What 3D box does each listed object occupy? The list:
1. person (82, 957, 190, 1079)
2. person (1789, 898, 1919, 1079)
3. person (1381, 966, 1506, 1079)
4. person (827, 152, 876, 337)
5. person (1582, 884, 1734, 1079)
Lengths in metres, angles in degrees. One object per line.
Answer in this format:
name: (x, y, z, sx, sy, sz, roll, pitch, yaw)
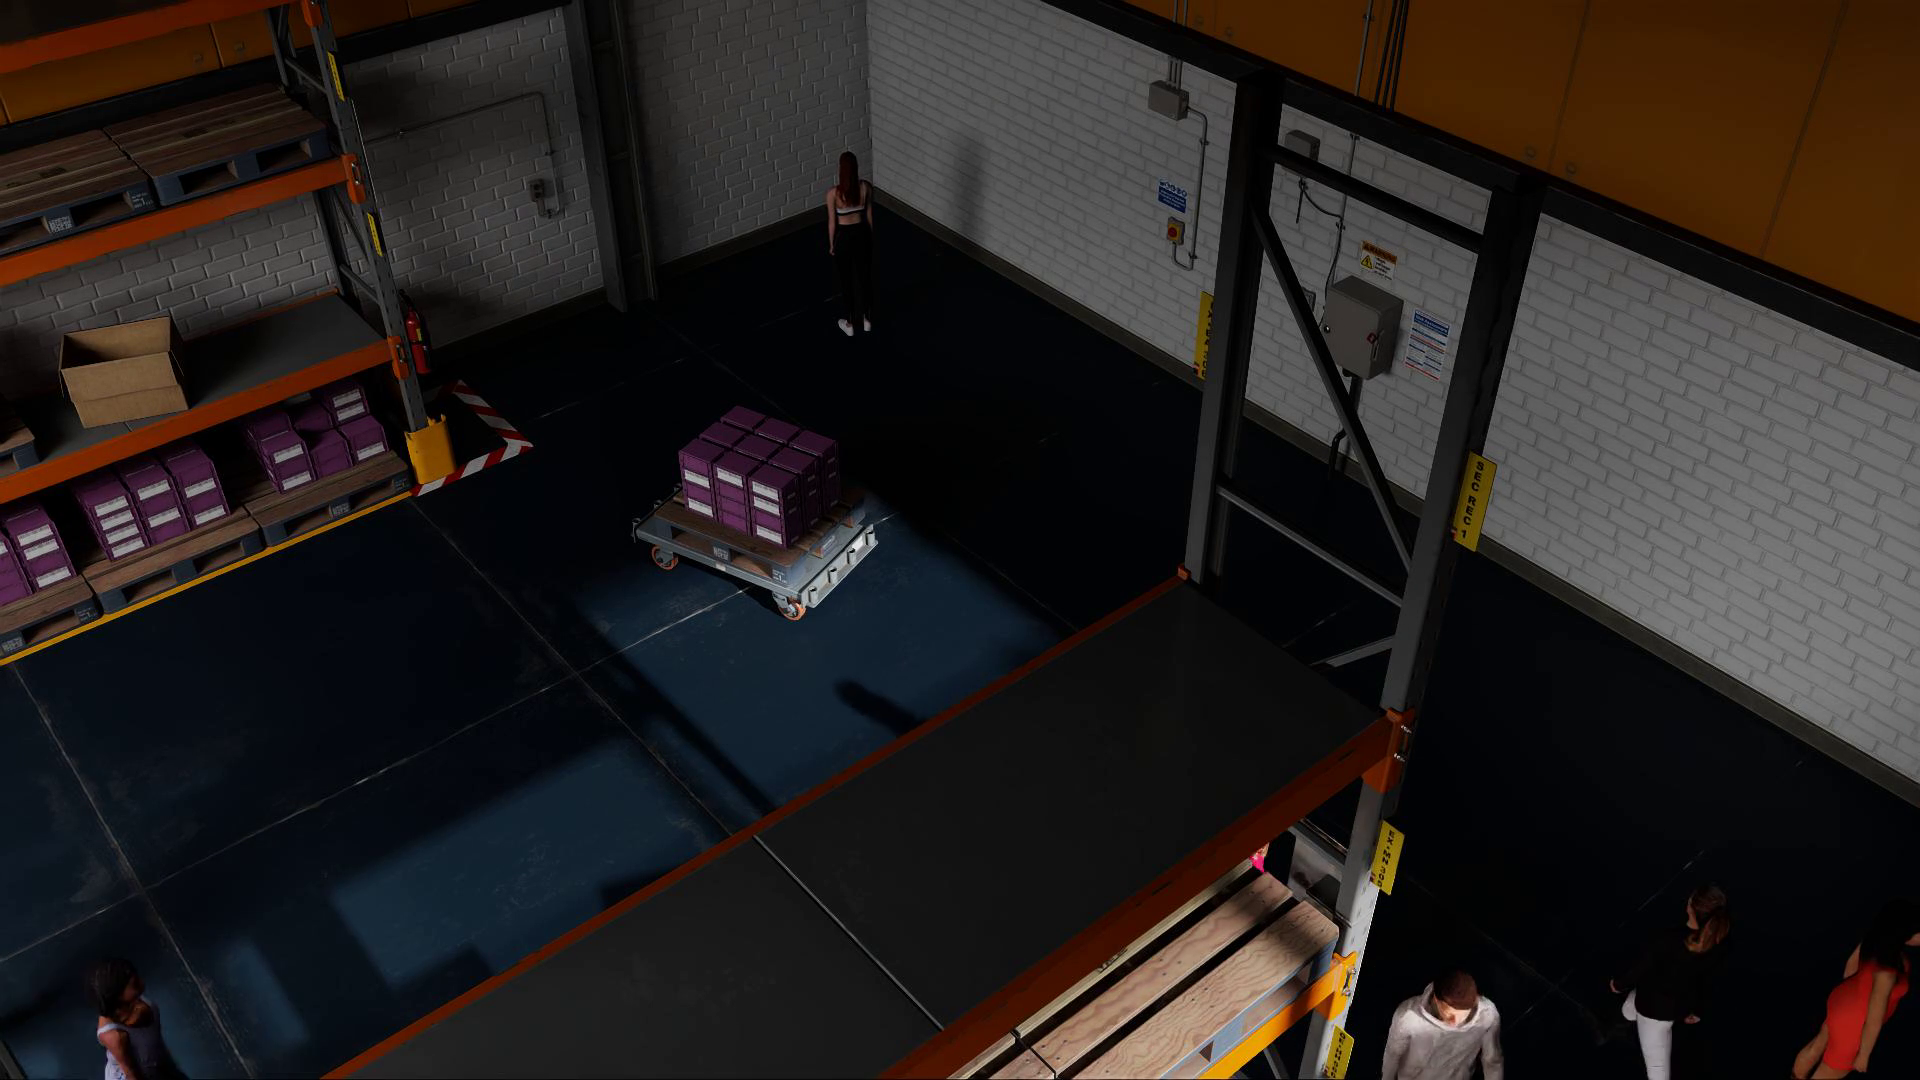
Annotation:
person: (-4.104, 2.660, 8.158, 0.970, 1.670, 0.801, -9, 39, -11)
person: (4.516, 2.420, 8.420, 0.734, 1.718, 0.640, 11, 40, 13)
person: (2.292, 2.559, 8.190, 1.301, 1.788, 1.144, -9, 39, -11)
person: (-0.947, -2.622, 14.714, 0.579, 1.742, 0.714, -13, 40, -15)
person: (3.587, 2.455, 8.415, 1.229, 1.670, 0.999, -8, 39, -10)
